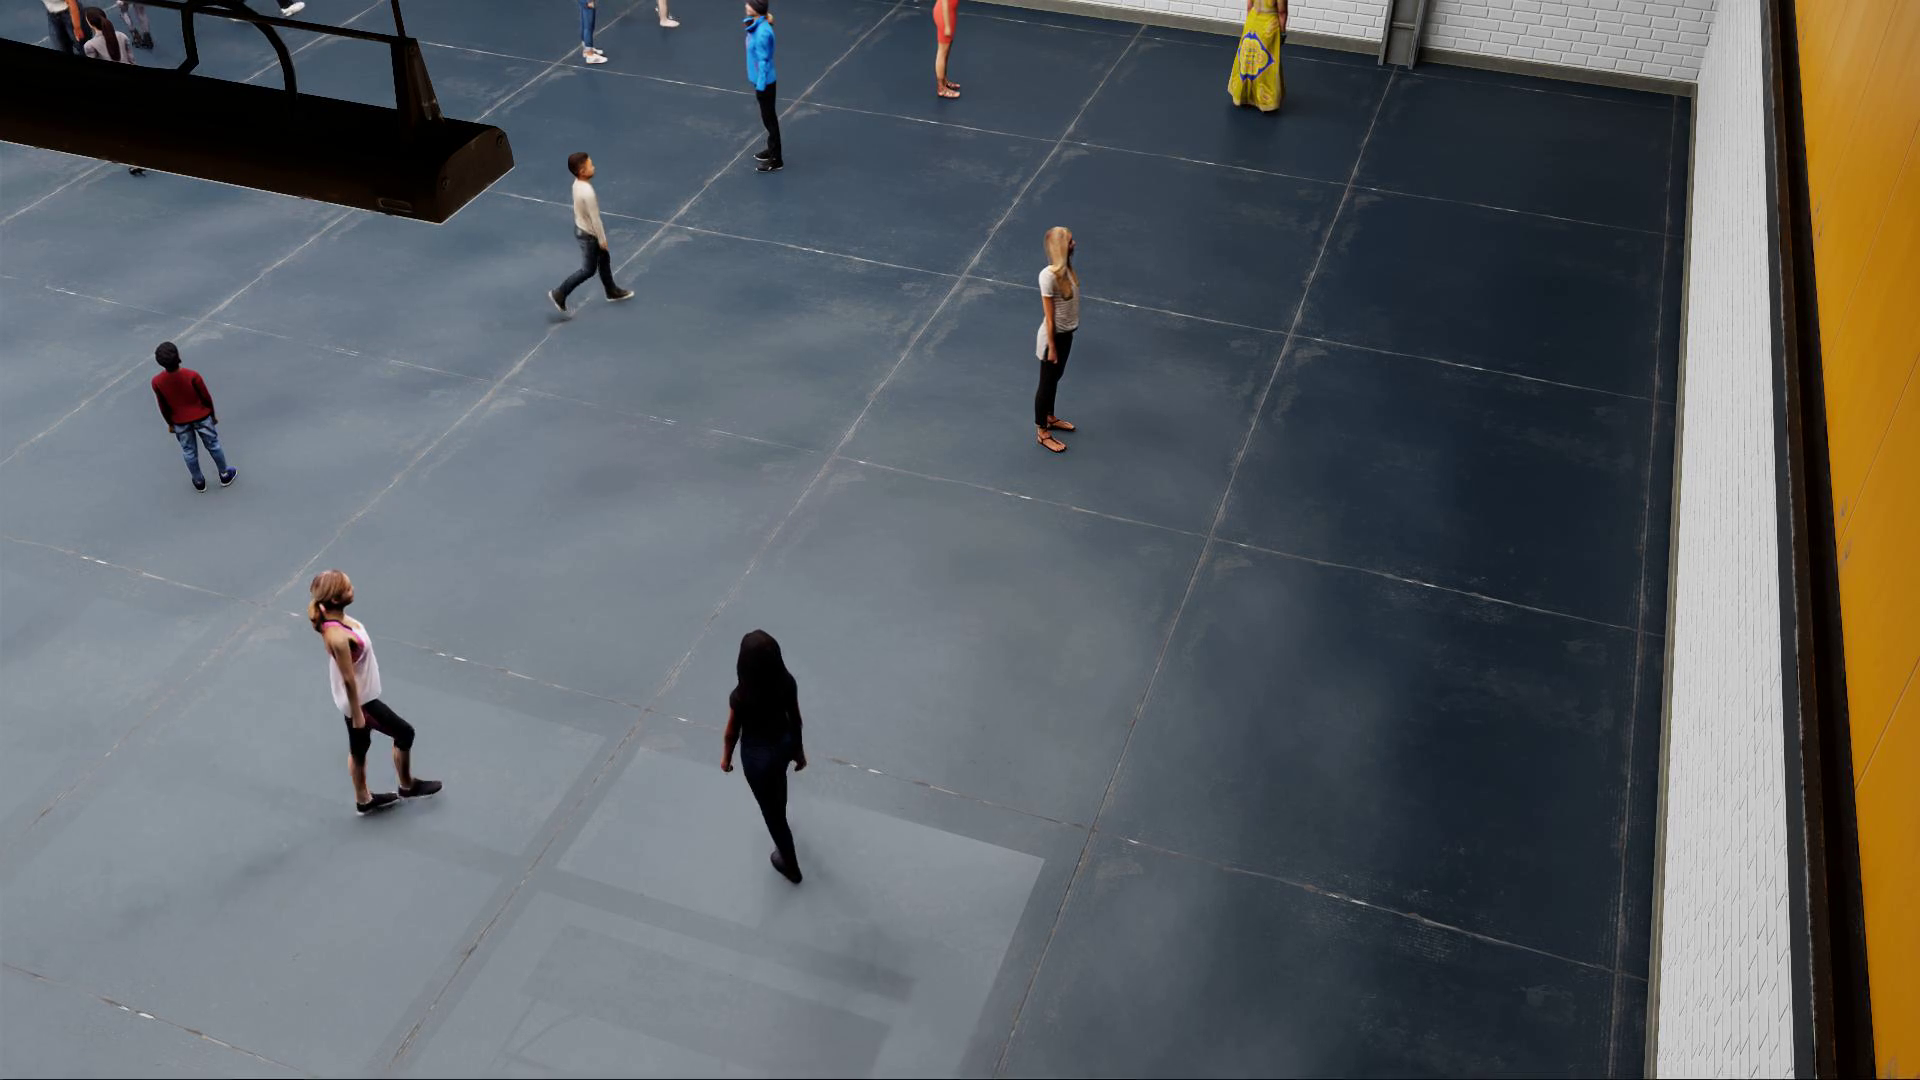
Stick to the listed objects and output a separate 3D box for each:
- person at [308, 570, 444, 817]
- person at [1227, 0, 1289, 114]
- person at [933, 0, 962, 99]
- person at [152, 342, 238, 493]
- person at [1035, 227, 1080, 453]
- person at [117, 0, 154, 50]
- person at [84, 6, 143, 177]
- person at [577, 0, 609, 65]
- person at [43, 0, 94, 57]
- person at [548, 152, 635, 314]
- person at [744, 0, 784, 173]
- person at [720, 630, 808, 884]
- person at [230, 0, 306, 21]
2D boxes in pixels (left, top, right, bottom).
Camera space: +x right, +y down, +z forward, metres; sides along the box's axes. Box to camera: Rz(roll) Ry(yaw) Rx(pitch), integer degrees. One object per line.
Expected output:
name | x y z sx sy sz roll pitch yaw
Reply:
person | -3.550 0.933 9.547 0.912 1.772 0.854 -20 43 -23
person | 3.194 -5.330 17.478 0.839 1.660 1.004 25 45 28
person | -0.150 -5.605 17.775 0.606 1.718 0.636 2 39 2
person | -5.684 -0.917 12.277 0.578 1.256 0.646 -13 41 -16
person | 0.714 -1.542 12.601 0.517 1.827 0.593 12 40 14
person | -9.403 -6.193 18.871 0.617 1.270 0.587 29 47 31
person | -8.219 -4.390 16.290 0.667 1.675 0.672 25 45 28
person | -4.196 -6.084 18.570 0.684 1.475 0.638 -13 41 -16
person | -9.402 -5.528 17.637 0.652 1.772 0.699 20 43 23
person | -3.246 -2.598 14.236 1.018 1.437 0.940 -15 41 -18
person | -1.917 -4.503 16.335 0.676 1.795 0.690 -4 39 -5
person | -1.005 1.257 9.181 0.821 1.720 0.929 -26 45 -29
person | -8.420 -6.851 19.395 1.169 1.645 1.092 -15 41 -18
